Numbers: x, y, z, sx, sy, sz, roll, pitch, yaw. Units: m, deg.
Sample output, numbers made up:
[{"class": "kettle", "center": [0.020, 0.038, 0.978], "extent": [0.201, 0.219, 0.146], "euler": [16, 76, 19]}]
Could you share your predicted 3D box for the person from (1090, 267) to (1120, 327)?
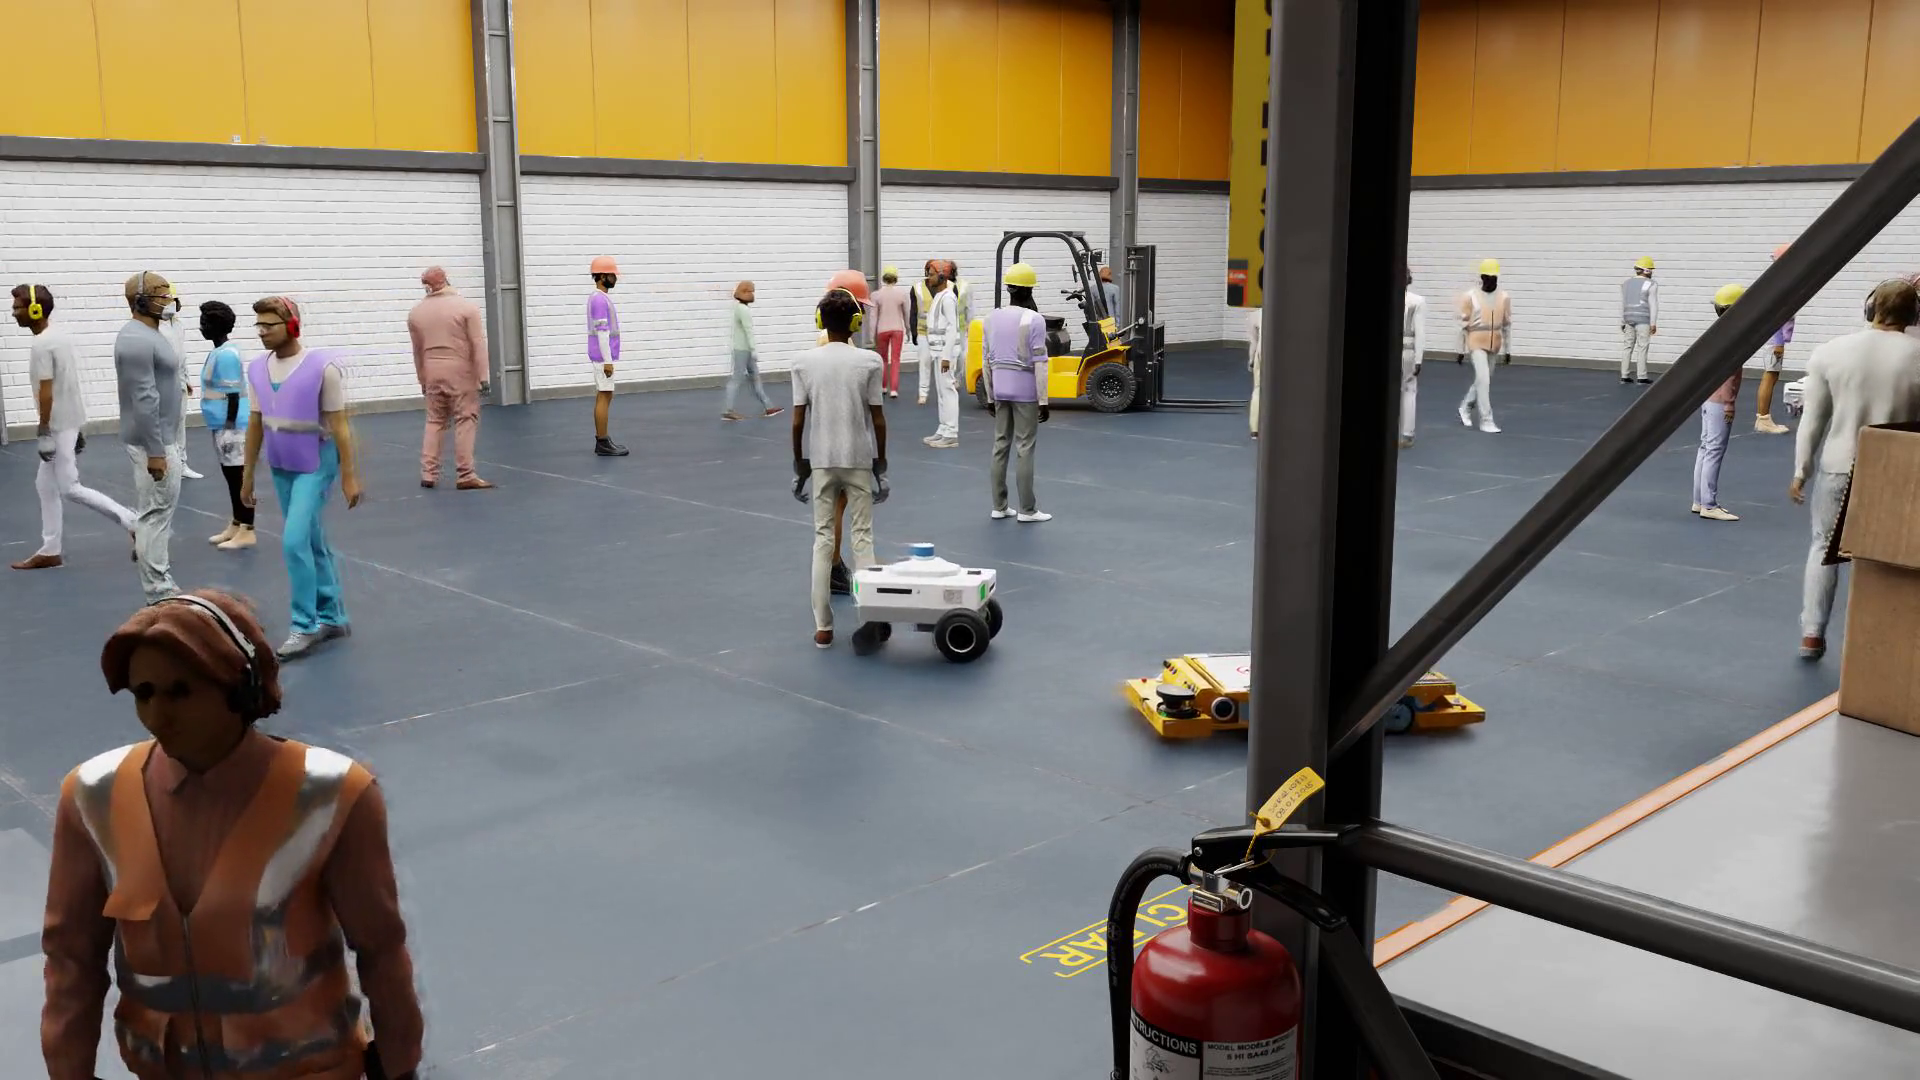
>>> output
[{"class": "person", "center": [2.294, -3.517, 26.431], "extent": [0.503, 1.632, 0.289], "euler": [3, 11, 15]}]

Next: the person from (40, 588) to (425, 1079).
[{"class": "person", "center": [-1.131, 0.877, 2.555], "extent": [0.505, 1.595, 0.828], "euler": [1, 10, 6]}]

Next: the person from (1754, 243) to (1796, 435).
[{"class": "person", "center": [8.832, -2.164, 17.935], "extent": [0.378, 2.045, 0.605], "euler": [4, 11, 23]}]

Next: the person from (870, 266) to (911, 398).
[{"class": "person", "center": [-0.919, -2.766, 22.100], "extent": [0.538, 1.719, 0.841], "euler": [0, 10, 0]}]

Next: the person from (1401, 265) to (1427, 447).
[{"class": "person", "center": [4.409, -1.844, 16.722], "extent": [0.566, 1.854, 0.775], "euler": [5, 12, 26]}]

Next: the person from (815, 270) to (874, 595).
[{"class": "person", "center": [-0.692, -0.639, 9.938], "extent": [0.370, 1.928, 0.543], "euler": [-1, 10, -6]}]

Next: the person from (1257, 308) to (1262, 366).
[{"class": "person", "center": [2.957, -1.558, 14.800], "extent": [0.617, 1.985, 0.410], "euler": [6, 12, 30]}]

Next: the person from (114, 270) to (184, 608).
[{"class": "person", "center": [-4.479, -0.525, 9.285], "extent": [0.370, 1.939, 0.631], "euler": [-4, 11, -21]}]

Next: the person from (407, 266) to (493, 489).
[{"class": "person", "center": [-4.276, -1.343, 13.935], "extent": [0.712, 1.880, 0.445], "euler": [3, 11, 18]}]

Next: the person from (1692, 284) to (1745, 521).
[{"class": "person", "center": [5.754, -1.038, 12.548], "extent": [0.308, 1.772, 0.525], "euler": [2, 11, 13]}]

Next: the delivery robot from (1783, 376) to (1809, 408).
[{"class": "delivery robot", "center": [9.977, -1.745, 19.456], "extent": [0.707, 0.478, 0.477], "euler": [-6, 12, -31]}]

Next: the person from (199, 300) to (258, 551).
[{"class": "person", "center": [-4.994, -0.778, 11.327], "extent": [0.316, 1.696, 0.540], "euler": [-6, 12, -31]}]

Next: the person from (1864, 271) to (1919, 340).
[{"class": "person", "center": [7.627, -1.245, 13.485], "extent": [0.696, 1.841, 0.999], "euler": [-2, 11, -12]}]

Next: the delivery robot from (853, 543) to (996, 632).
[{"class": "delivery robot", "center": [-0.183, 0.260, 8.523], "extent": [0.707, 0.478, 0.477], "euler": [2, 11, 10]}]

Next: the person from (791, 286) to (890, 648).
[{"class": "person", "center": [-0.619, -0.367, 8.608], "extent": [0.520, 1.873, 0.333], "euler": [1, 10, 7]}]

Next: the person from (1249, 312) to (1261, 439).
[{"class": "person", "center": [3.284, -1.861, 17.484], "extent": [0.594, 1.586, 0.691], "euler": [9, 14, 41]}]

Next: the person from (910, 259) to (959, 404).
[{"class": "person", "center": [-0.323, -2.625, 21.047], "extent": [0.627, 1.837, 0.430], "euler": [0, 10, -1]}]

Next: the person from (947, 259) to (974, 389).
[{"class": "person", "center": [-0.125, -2.923, 22.726], "extent": [0.639, 1.814, 0.861], "euler": [1, 10, 6]}]

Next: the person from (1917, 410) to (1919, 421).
[{"class": "person", "center": [8.437, -1.449, 14.401], "extent": [0.641, 1.913, 0.407], "euler": [7, 13, 34]}]

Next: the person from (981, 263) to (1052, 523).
[{"class": "person", "center": [0.431, -1.089, 12.392], "extent": [0.592, 1.926, 0.366], "euler": [9, 14, 40]}]

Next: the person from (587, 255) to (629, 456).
[{"class": "person", "center": [-3.433, -1.784, 16.145], "extent": [0.350, 1.941, 0.545], "euler": [-3, 11, -15]}]

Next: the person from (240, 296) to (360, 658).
[{"class": "person", "center": [-3.431, -0.320, 8.468], "extent": [0.613, 1.816, 0.713], "euler": [5, 12, 26]}]

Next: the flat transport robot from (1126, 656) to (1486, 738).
[{"class": "flat transport robot", "center": [1.511, 0.662, 7.365], "extent": [1.431, 0.197, 0.652], "euler": [-1, 10, -8]}]

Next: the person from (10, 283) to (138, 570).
[{"class": "person", "center": [-5.667, -0.719, 10.628], "extent": [0.813, 1.843, 0.522], "euler": [-4, 11, -19]}]

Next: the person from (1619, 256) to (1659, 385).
[{"class": "person", "center": [9.718, -3.129, 23.786], "extent": [0.403, 1.828, 0.593], "euler": [-6, 12, -31]}]

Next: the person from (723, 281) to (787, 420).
[{"class": "person", "center": [-2.396, -2.185, 19.278], "extent": [0.797, 1.596, 0.515], "euler": [-2, 11, -11]}]

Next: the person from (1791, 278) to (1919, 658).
[{"class": "person", "center": [4.501, -0.316, 8.215], "extent": [0.659, 1.926, 0.564], "euler": [7, 12, 32]}]

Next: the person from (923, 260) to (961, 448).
[{"class": "person", "center": [-0.173, -1.873, 16.792], "extent": [0.358, 1.882, 0.574], "euler": [-2, 11, -10]}]

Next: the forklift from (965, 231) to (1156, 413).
[{"class": "forklift", "center": [1.222, -2.721, 20.561], "extent": [2.313, 2.155, 1.214], "euler": [2, 11, 13]}]

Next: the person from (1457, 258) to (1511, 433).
[{"class": "person", "center": [5.737, -2.151, 18.286], "extent": [0.596, 1.896, 0.921], "euler": [-3, 11, -15]}]

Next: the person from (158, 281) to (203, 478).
[{"class": "person", "center": [-6.844, -1.368, 14.415], "extent": [0.294, 1.744, 0.487], "euler": [2, 11, 12]}]
